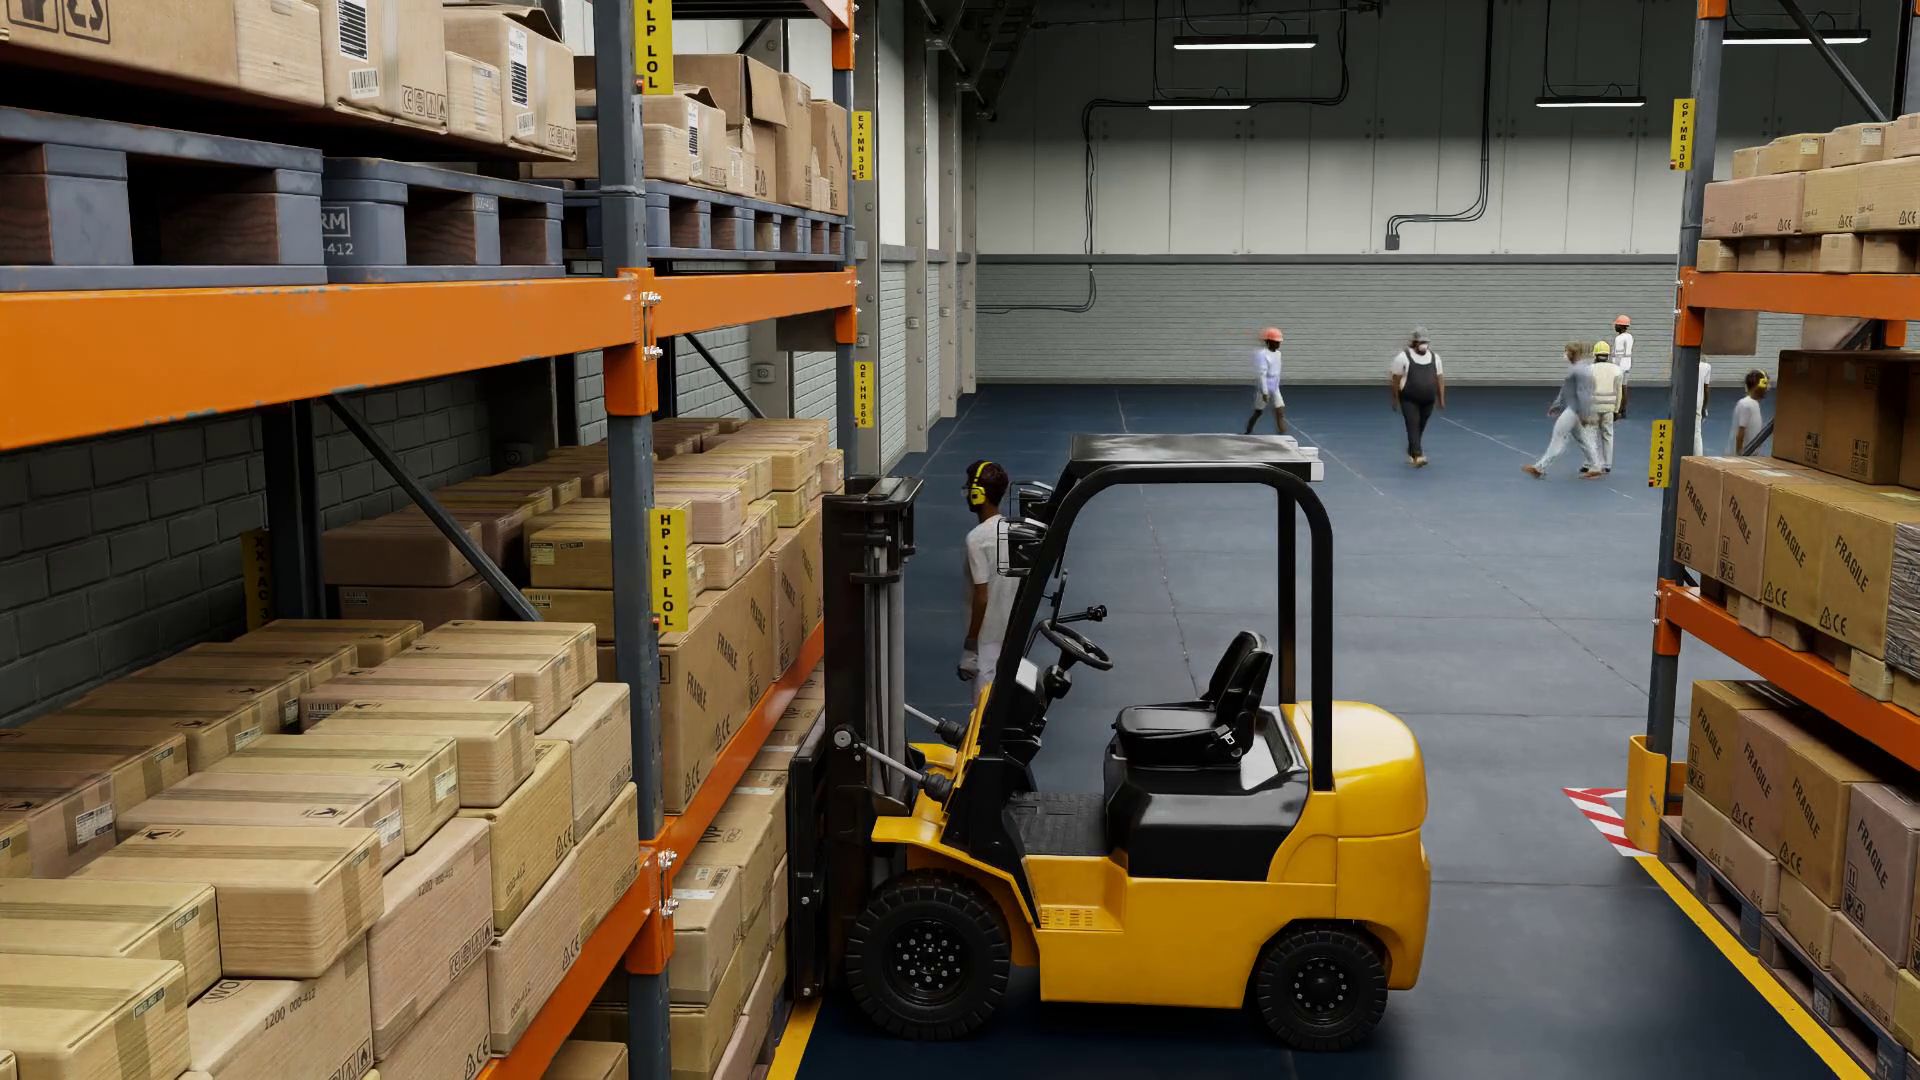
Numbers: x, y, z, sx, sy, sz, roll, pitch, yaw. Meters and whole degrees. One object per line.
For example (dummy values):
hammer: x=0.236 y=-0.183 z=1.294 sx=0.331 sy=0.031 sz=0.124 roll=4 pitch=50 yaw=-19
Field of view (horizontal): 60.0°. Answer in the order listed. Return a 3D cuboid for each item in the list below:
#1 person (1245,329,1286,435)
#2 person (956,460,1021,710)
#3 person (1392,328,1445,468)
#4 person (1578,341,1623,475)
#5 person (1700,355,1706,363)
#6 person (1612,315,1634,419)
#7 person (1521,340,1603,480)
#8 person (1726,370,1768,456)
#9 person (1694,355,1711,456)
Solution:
person: x=4.881 y=-2.392 z=26.244 sx=0.559 sy=1.883 sz=1.036 roll=-8 pitch=12 yaw=-39
person: x=0.146 y=0.516 z=8.633 sx=0.311 sy=1.869 sz=0.532 roll=5 pitch=11 yaw=28
person: x=6.558 y=-2.053 z=23.685 sx=0.701 sy=2.000 sz=1.018 roll=-1 pitch=9 yaw=-8
person: x=8.748 y=-1.803 z=22.792 sx=0.588 sy=1.834 sz=0.403 roll=0 pitch=9 yaw=-1
person: x=13.794 y=-3.227 z=31.457 sx=0.564 sy=1.826 sz=0.612 roll=1 pitch=9 yaw=5
person: x=12.332 y=-3.223 z=31.073 sx=0.347 sy=1.943 sz=0.544 roll=8 pitch=13 yaw=41
person: x=8.126 y=-1.724 z=22.226 sx=1.076 sy=1.864 sz=0.627 roll=3 pitch=10 yaw=18
person: x=7.794 y=-0.766 z=16.534 sx=0.338 sy=1.834 sz=0.654 roll=7 pitch=11 yaw=35
person: x=9.881 y=-1.777 z=22.546 sx=0.521 sy=1.865 sz=0.328 roll=0 pitch=9 yaw=-1
